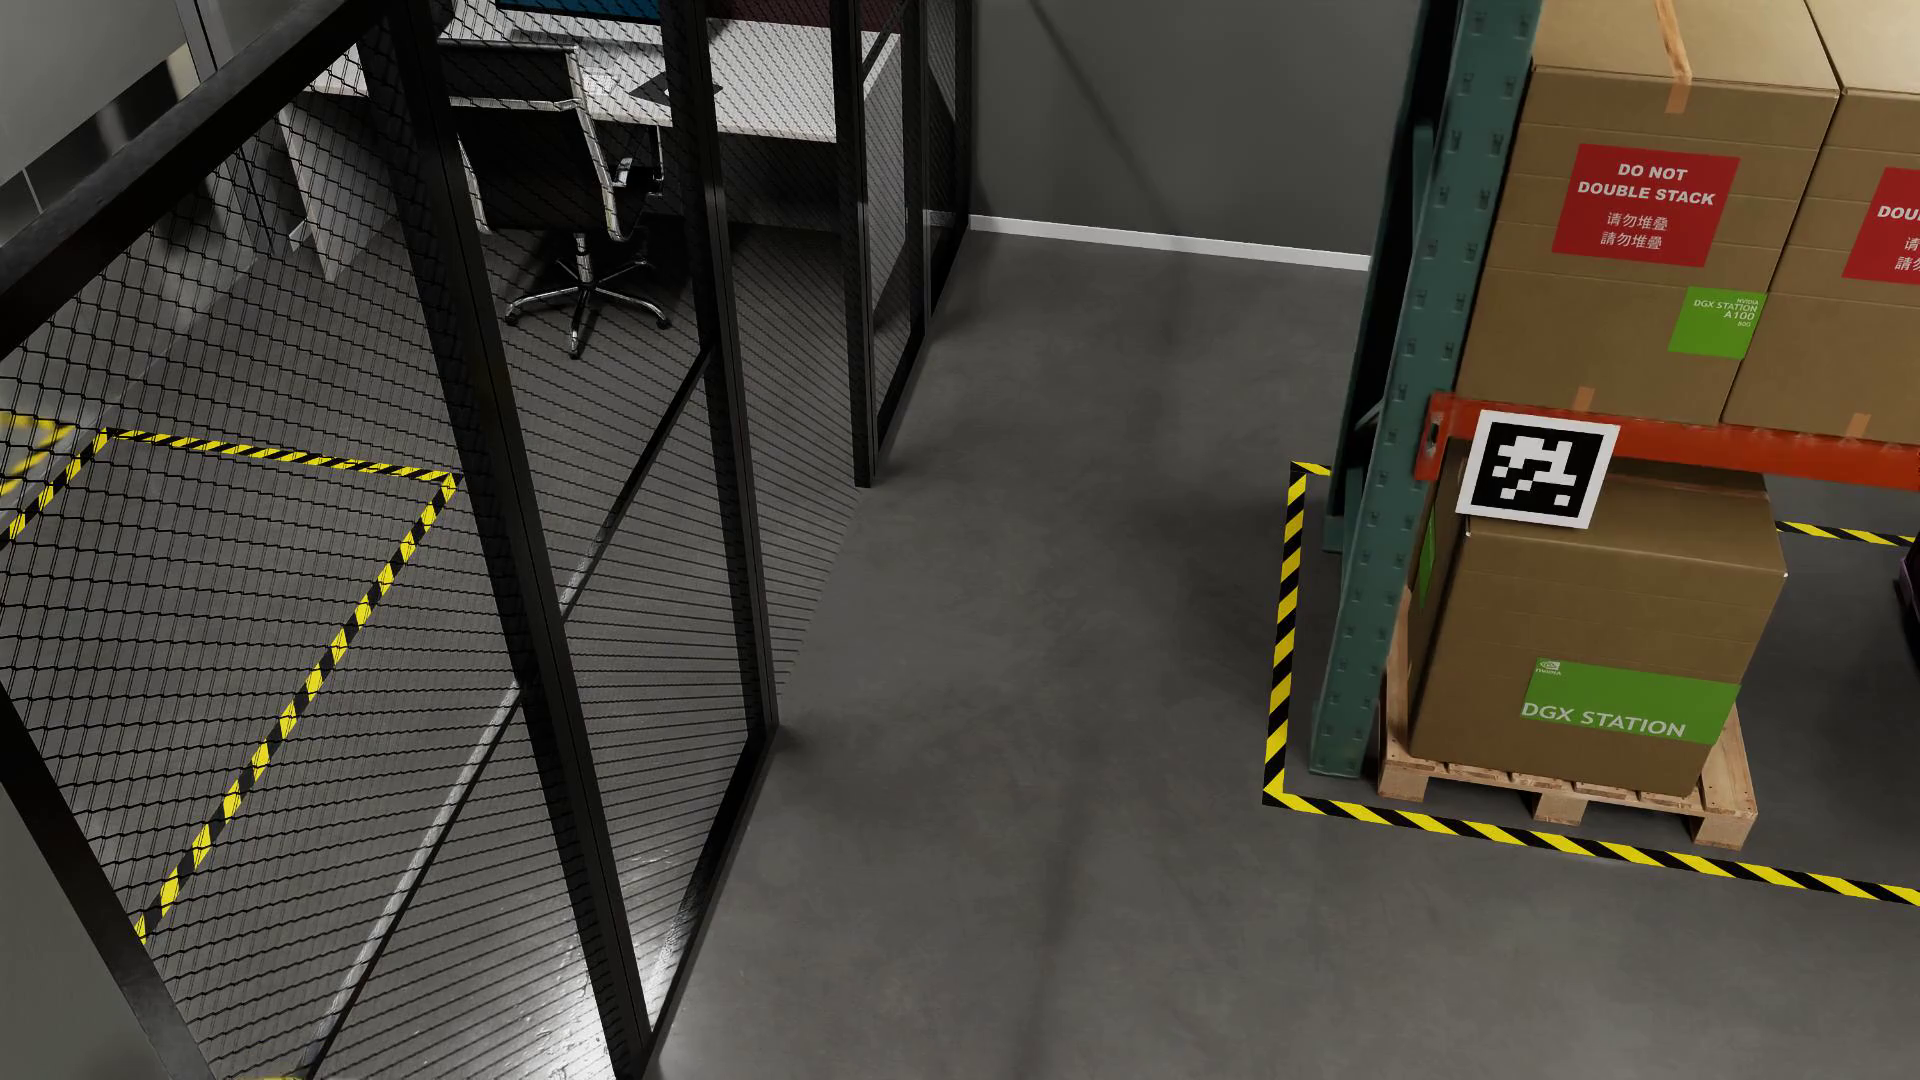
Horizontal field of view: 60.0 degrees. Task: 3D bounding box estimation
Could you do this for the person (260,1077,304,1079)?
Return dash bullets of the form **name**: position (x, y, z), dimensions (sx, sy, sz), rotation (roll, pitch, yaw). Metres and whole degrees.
- **person**: position (-0.676, 1.234, 2.156), dimensions (0.597, 1.831, 0.403), rotation (13, 43, 15)
